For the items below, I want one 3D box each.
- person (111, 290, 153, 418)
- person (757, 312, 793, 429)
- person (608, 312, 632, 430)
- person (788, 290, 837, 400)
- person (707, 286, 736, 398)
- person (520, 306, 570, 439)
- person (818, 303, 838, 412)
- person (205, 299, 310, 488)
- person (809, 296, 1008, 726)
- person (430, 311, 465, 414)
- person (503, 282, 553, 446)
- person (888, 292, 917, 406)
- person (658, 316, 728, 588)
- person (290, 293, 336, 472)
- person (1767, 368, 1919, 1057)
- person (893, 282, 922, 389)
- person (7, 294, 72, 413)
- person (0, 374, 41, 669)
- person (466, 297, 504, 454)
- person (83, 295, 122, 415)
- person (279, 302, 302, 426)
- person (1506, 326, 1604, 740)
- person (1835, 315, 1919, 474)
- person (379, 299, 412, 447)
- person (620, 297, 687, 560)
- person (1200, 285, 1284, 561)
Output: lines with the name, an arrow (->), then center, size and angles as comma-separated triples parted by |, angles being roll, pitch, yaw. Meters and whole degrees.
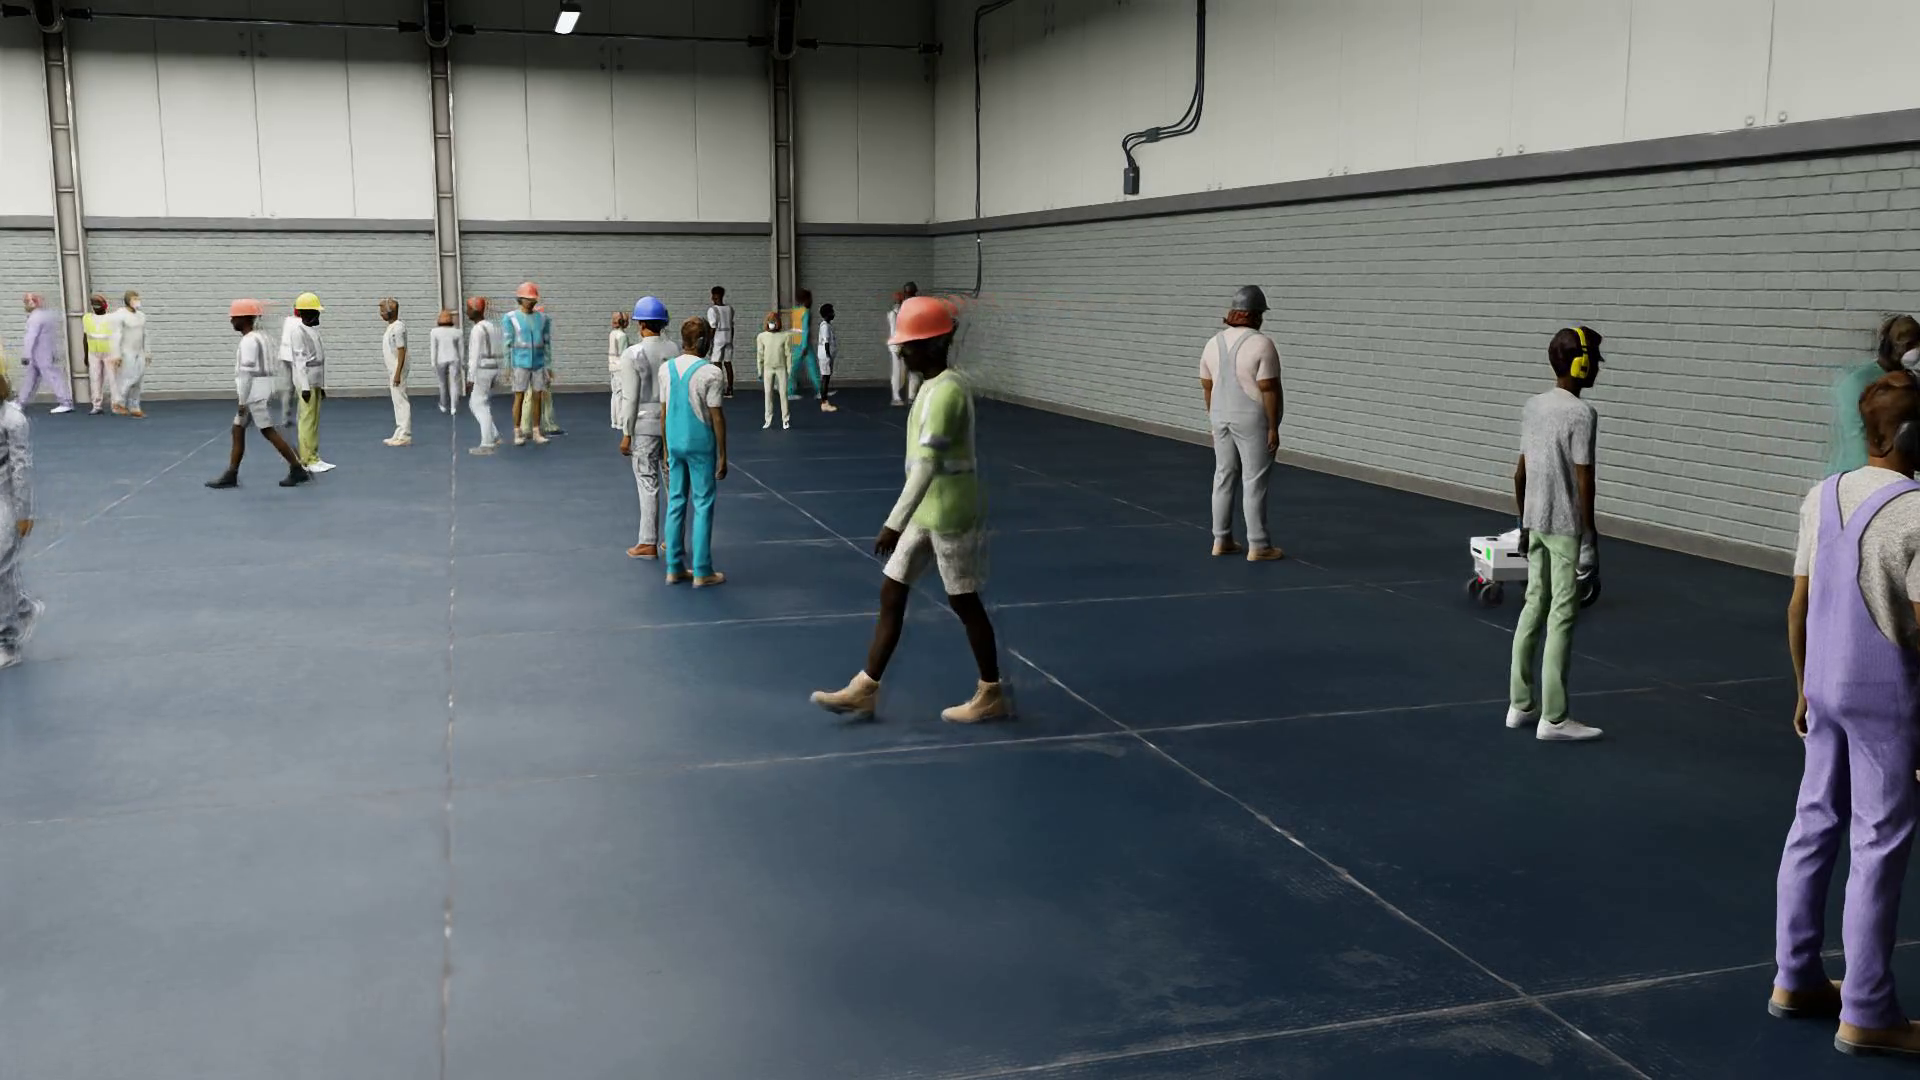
person -> -12.325, -2.761, 24.787 | 0.420, 1.922, 0.641 | 2, 9, 10
person -> -2.573, -2.355, 23.159 | 0.499, 1.627, 0.279 | 1, 9, 4
person -> -4.692, -2.329, 22.971 | 0.315, 1.633, 0.523 | -5, 10, -29
person -> -2.610, -3.372, 28.815 | 0.952, 1.873, 0.609 | -5, 10, -27
person -> -4.181, -3.449, 29.043 | 0.367, 1.967, 0.604 | 7, 11, 37
person -> -5.425, -2.177, 21.697 | 0.784, 1.716, 0.597 | -4, 10, -22
person -> -2.085, -2.872, 26.219 | 0.318, 1.699, 0.535 | -1, 9, -5
person -> -7.007, -1.452, 16.561 | 0.976, 1.895, 0.559 | -3, 9, -19
person -> -0.230, -0.102, 7.616 | 1.027, 1.985, 0.605 | -2, 9, -15
person -> -7.930, -2.745, 25.754 | 0.522, 1.578, 0.876 | -4, 10, -23
person -> -5.399, -2.201, 20.850 | 0.615, 2.038, 0.396 | -7, 11, -36
person -> -0.880, -3.122, 27.263 | 0.620, 1.865, 0.596 | 7, 11, 37
person -> -1.795, -0.589, 11.234 | 0.515, 1.836, 0.355 | 4, 10, 25
person -> -7.023, -1.699, 18.009 | 0.363, 1.928, 0.587 | -1, 9, -6
person -> 2.463, 0.460, 4.503 | 0.324, 1.842, 0.514 | -2, 9, -15
person -> -0.926, -3.898, 31.673 | 0.682, 2.000, 0.537 | 8, 12, 43
person -> -14.385, -2.887, 25.827 | 1.018, 1.844, 0.664 | -3, 9, -20
person -> -5.158, -0.180, 8.908 | 0.490, 1.728, 0.471 | 2, 9, 14
person -> -5.684, -1.939, 19.702 | 0.409, 1.872, 0.586 | 0, 9, -1
person -> -13.168, -2.840, 25.572 | 0.563, 1.837, 0.389 | -1, 9, -6
person -> -9.358, -2.487, 23.429 | 0.417, 1.806, 0.646 | -8, 12, -41
person -> 2.719, -0.031, 7.552 | 0.309, 1.868, 0.535 | -3, 9, -16
person -> 5.130, -0.305, 9.259 | 0.627, 1.878, 1.074 | -3, 9, -17
person -> -7.034, -2.081, 20.727 | 0.343, 1.839, 0.506 | -4, 10, -27
person -> -2.268, -0.827, 12.378 | 0.384, 1.948, 0.605 | 8, 12, 41
person -> 2.153, -0.876, 12.393 | 0.535, 2.000, 0.674 | -7, 11, -39
